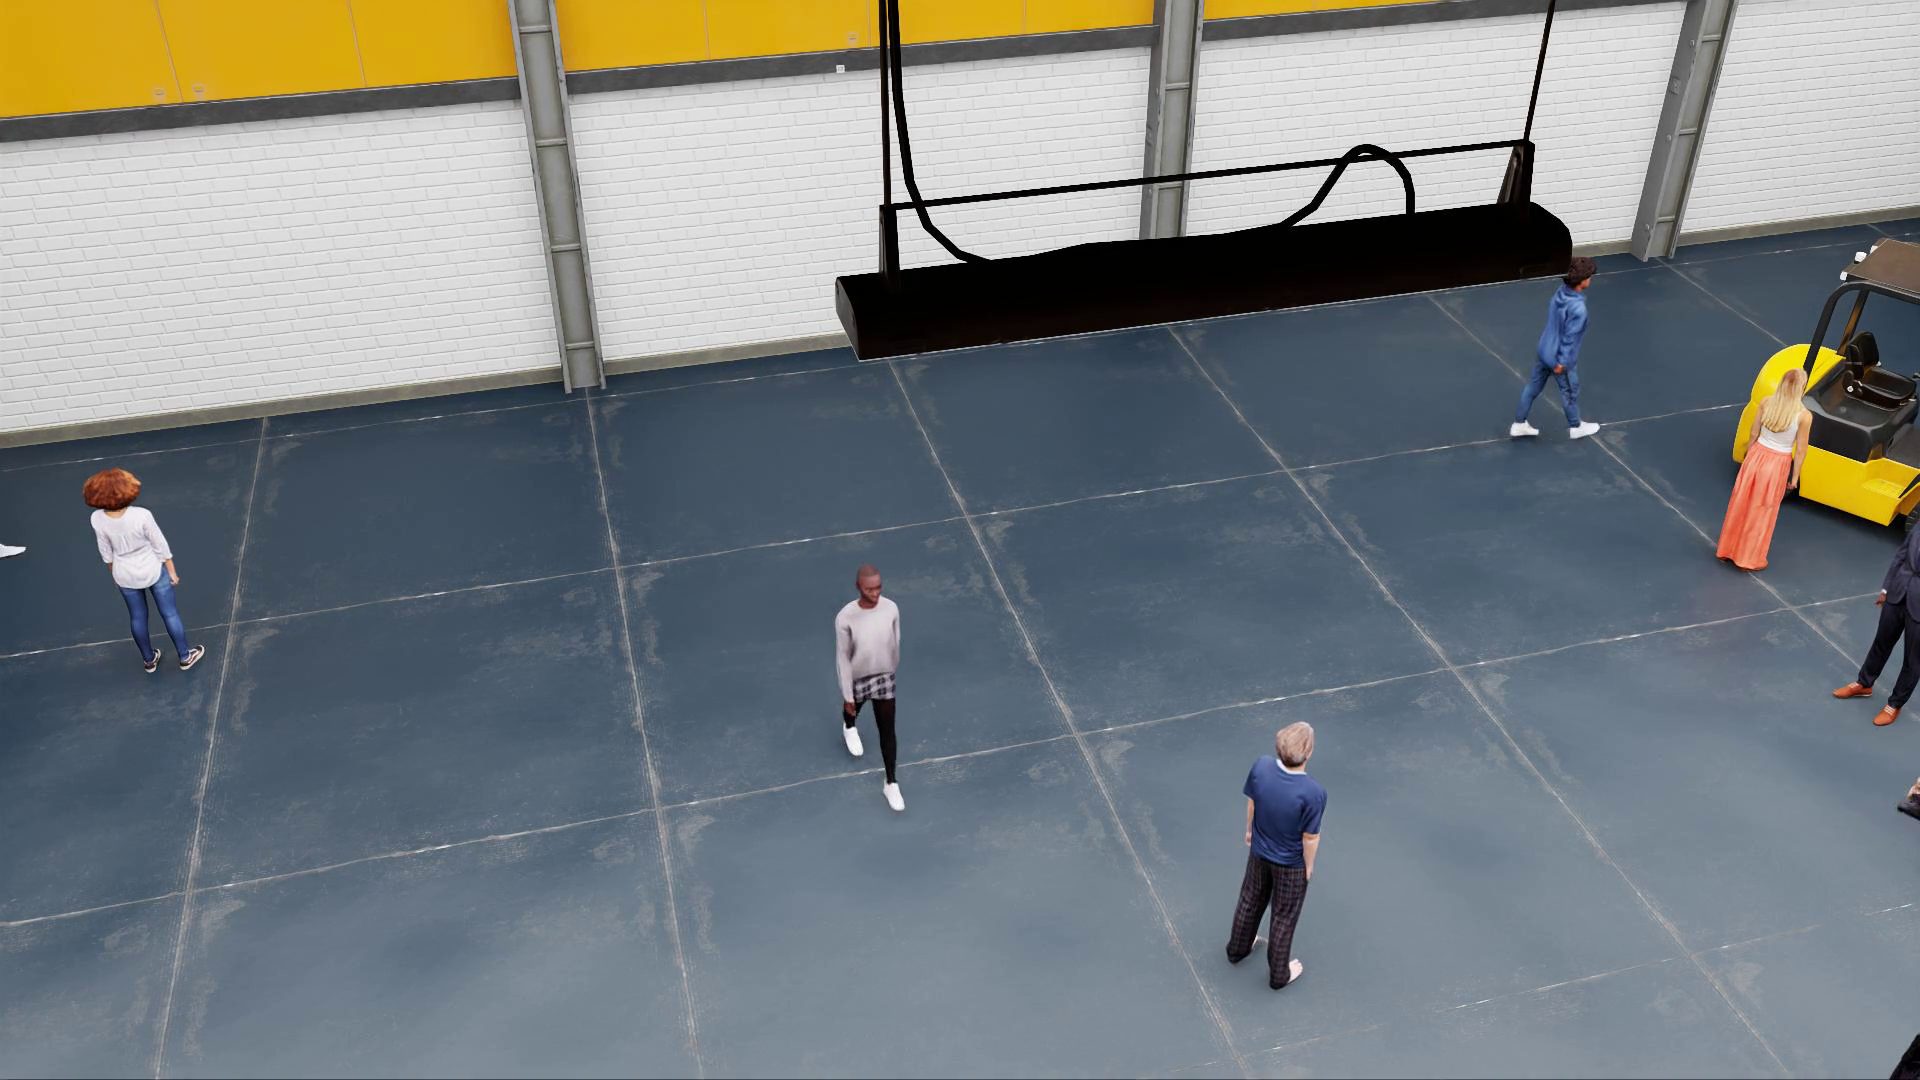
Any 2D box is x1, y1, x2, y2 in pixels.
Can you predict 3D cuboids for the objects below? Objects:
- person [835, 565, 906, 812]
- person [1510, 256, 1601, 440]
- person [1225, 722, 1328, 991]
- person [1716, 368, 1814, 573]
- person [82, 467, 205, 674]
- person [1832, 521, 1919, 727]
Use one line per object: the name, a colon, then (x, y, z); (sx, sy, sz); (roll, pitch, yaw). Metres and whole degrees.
person: (-0.664, 0.882, 11.194); (1.130, 1.728, 0.741); (-11, 35, -17)
person: (5.325, -1.695, 15.022); (1.027, 1.782, 0.731); (-5, 34, -8)
person: (1.851, 1.820, 9.657); (0.733, 1.868, 0.732); (27, 42, 35)
person: (6.449, -0.564, 13.303); (0.691, 1.803, 0.700); (-21, 39, -29)
person: (-6.018, 0.223, 12.199); (0.600, 1.713, 0.735); (-3, 34, -4)
person: (6.744, 0.462, 11.740); (0.649, 1.824, 0.721); (-13, 36, -19)
